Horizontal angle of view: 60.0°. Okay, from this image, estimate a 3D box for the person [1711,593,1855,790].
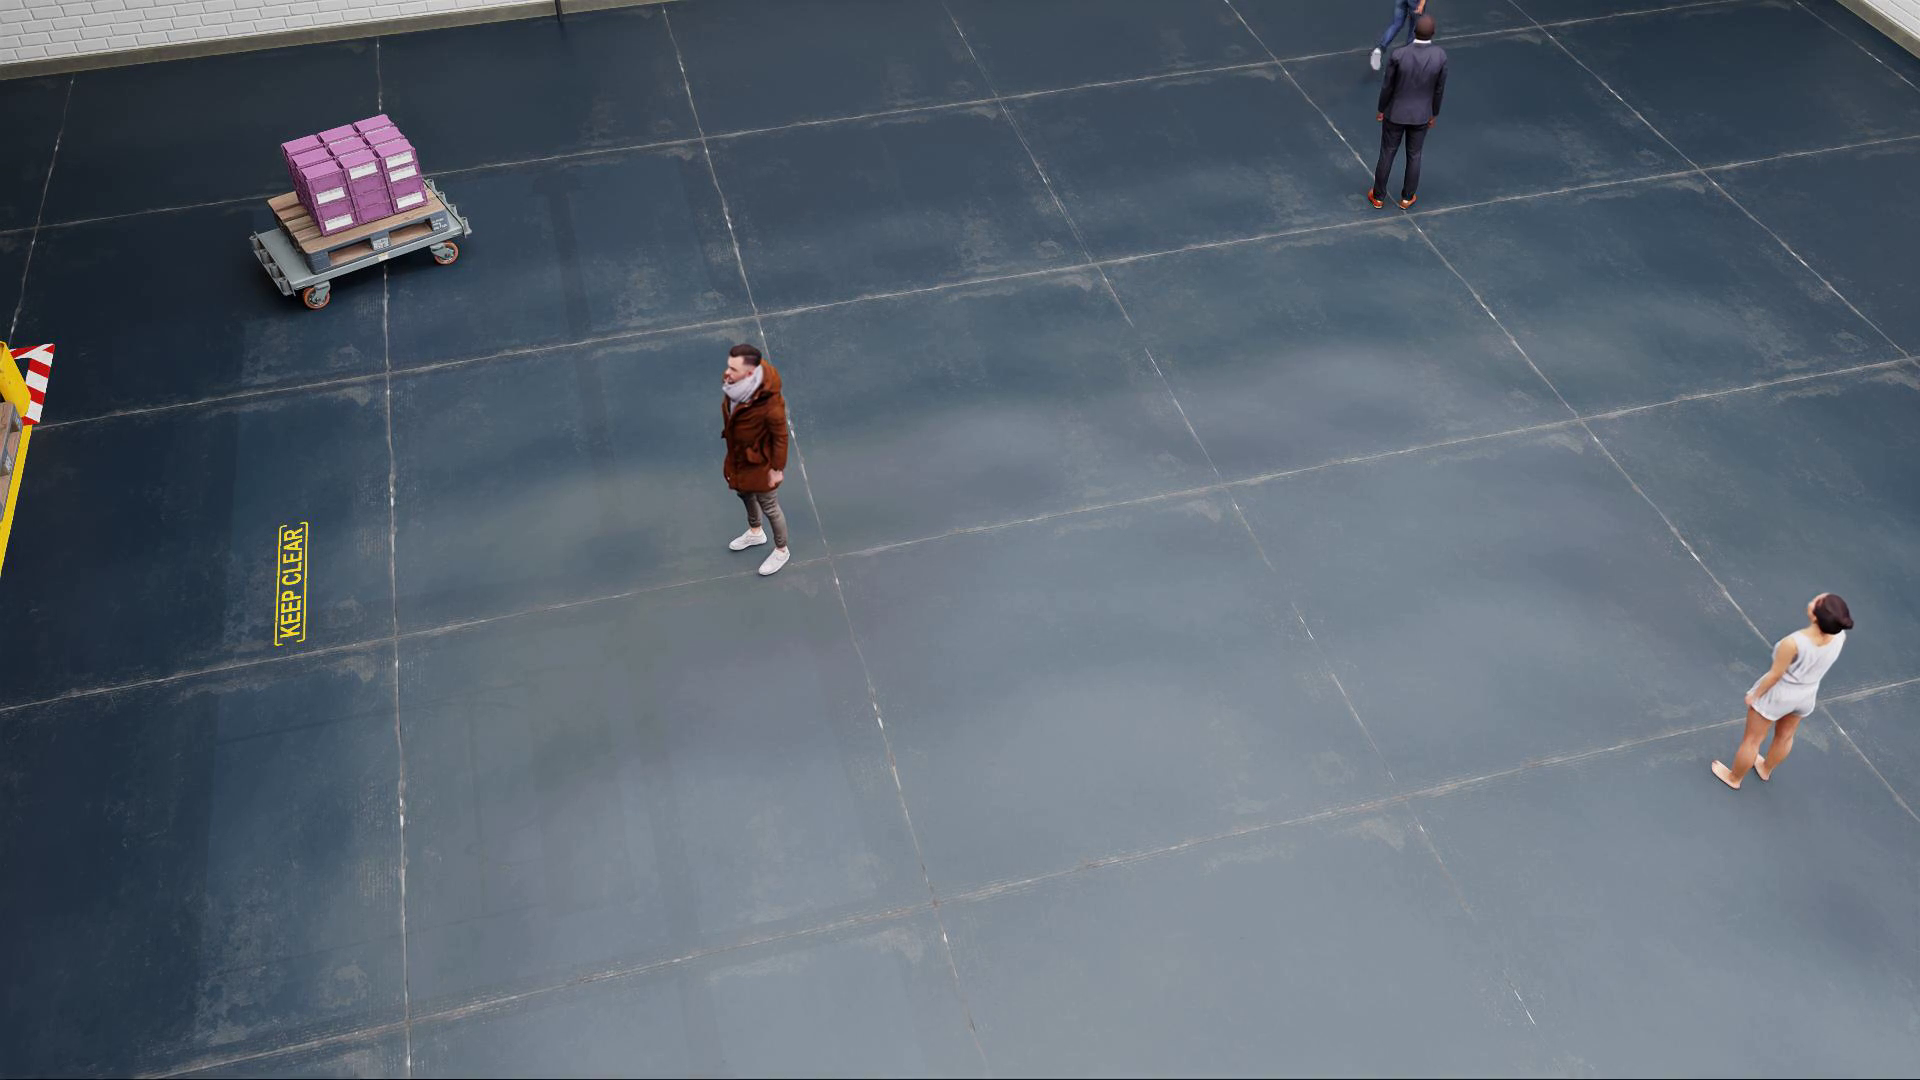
[{"bbox_3d":[4.900,0.900,9.852,0.548,1.600,0.552,-11,45,-11],"label":"person"}]

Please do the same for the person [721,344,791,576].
[{"bbox_3d":[-1.381,-0.566,11.218,0.902,1.838,0.811,-33,52,-30],"label":"person"}]

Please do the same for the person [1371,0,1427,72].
[{"bbox_3d":[4.428,-5.381,16.485,0.863,1.543,0.948,-30,51,-28],"label":"person"}]

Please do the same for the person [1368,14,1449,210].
[{"bbox_3d":[3.924,-3.731,14.550,0.780,1.824,0.764,7,44,7],"label":"person"}]
